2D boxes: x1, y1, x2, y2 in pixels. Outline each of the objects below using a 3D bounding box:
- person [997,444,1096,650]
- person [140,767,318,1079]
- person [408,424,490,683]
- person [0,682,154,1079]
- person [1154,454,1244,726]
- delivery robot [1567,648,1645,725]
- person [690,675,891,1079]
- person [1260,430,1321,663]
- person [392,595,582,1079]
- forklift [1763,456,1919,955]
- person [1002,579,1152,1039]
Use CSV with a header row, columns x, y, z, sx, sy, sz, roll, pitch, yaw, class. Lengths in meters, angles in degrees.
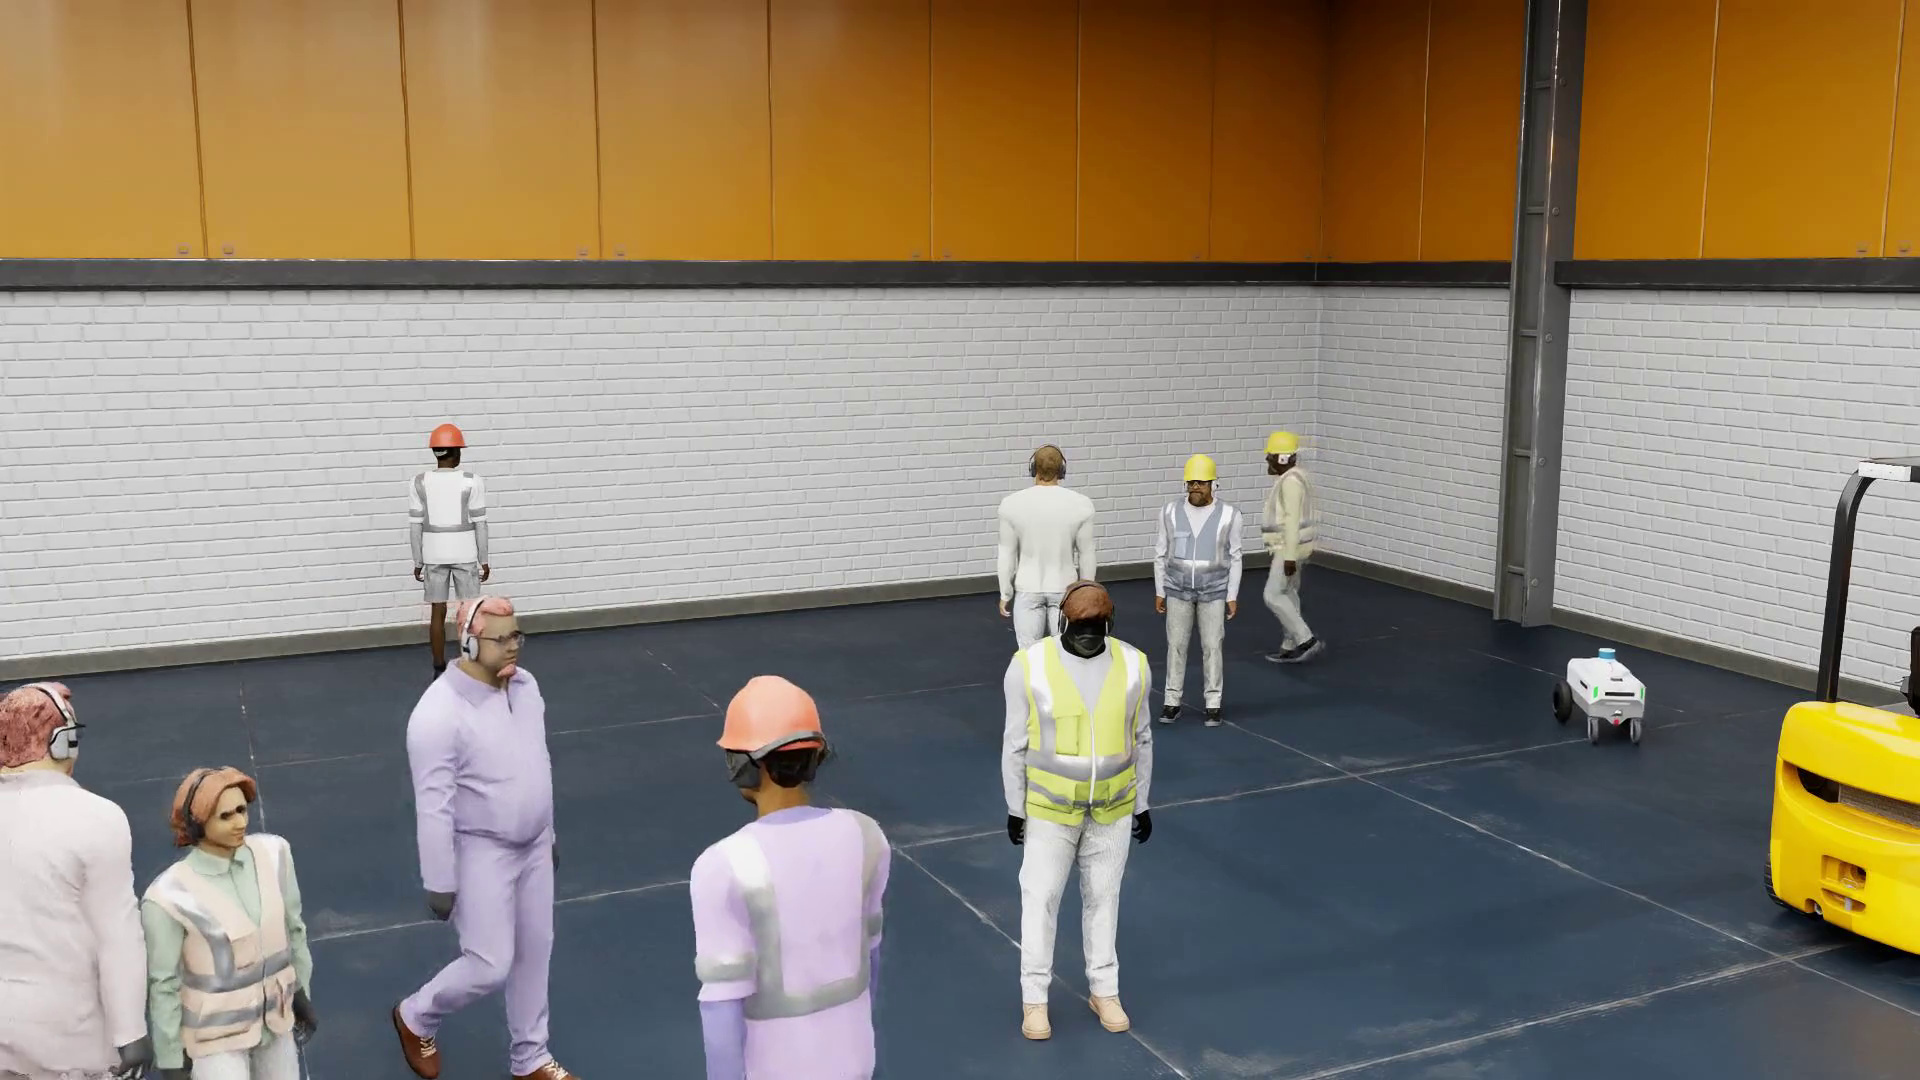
x,y,z,sx,sy,sz,roll,pitch,yaw,class
0.559,0.347,10.733,0.636,1.938,0.354,0,9,1,person
-2.181,1.441,4.919,0.672,1.619,0.523,4,10,23,person
-3.721,0.118,12.162,0.550,1.933,0.370,-1,9,-8,person
-2.589,1.350,4.699,0.662,1.877,0.481,2,9,13,person
1.584,0.334,11.140,0.588,1.833,0.404,2,9,15,person
4.242,0.957,10.937,0.477,0.478,0.707,1,9,6,delivery robot
-0.455,1.353,4.299,0.630,1.996,0.910,-8,12,-39,person
2.507,0.068,12.813,0.425,1.825,0.635,2,9,10,person
-1.731,1.122,6.078,0.625,1.886,0.656,4,10,21,person
4.857,0.731,7.561,2.313,2.155,1.214,-4,10,-25,forklift
0.476,1.062,6.618,0.619,1.838,0.430,-2,9,-11,person
